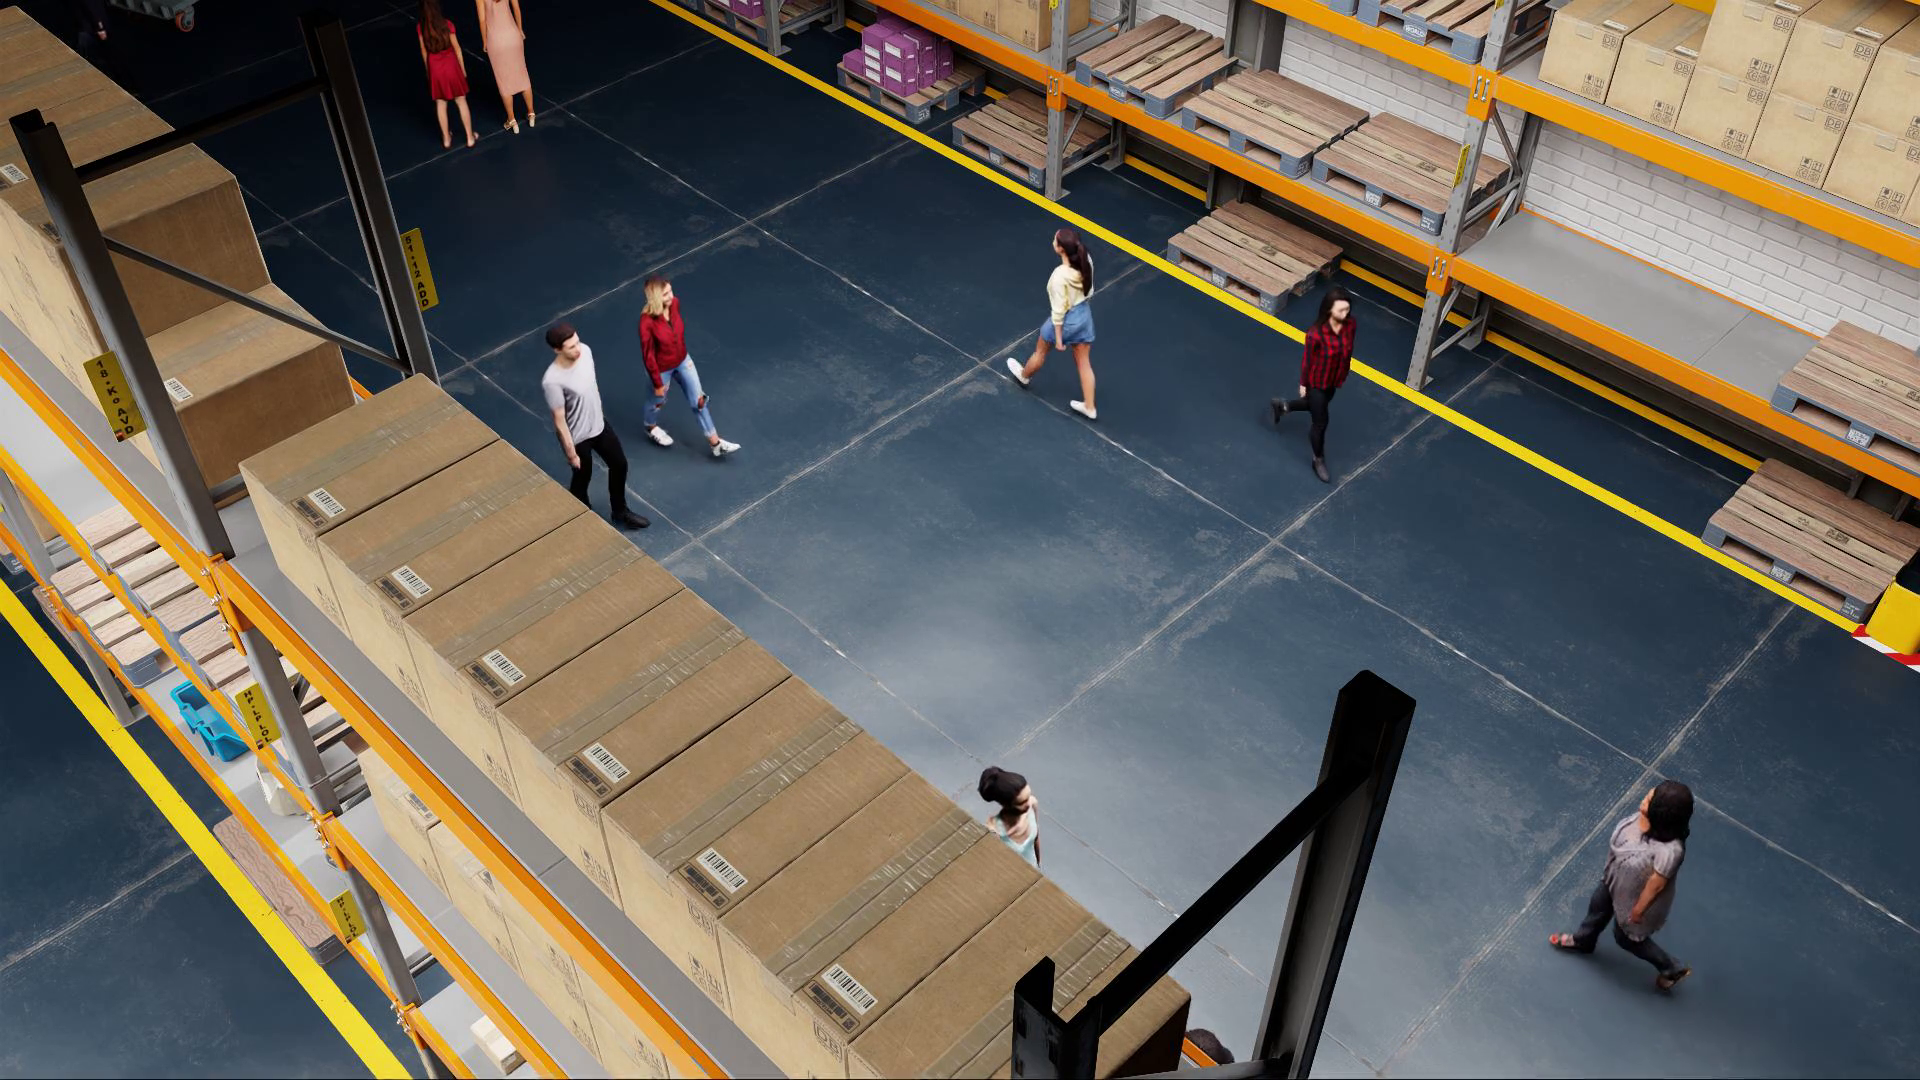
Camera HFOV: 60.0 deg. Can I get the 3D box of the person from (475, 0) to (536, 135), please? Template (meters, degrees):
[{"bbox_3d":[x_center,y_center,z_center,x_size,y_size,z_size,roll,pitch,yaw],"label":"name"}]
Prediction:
[{"bbox_3d":[-4.354,-4.771,15.884,0.612,1.832,0.546,-27,50,-26],"label":"person"}]

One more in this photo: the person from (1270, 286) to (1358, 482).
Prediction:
[{"bbox_3d":[2.618,-1.231,12.314,0.765,1.631,1.046,-22,48,-21],"label":"person"}]

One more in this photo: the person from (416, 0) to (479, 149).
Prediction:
[{"bbox_3d":[-4.891,-4.468,15.771,0.686,1.549,0.744,-5,44,-6],"label":"person"}]

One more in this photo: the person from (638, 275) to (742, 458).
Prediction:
[{"bbox_3d":[-2.237,-1.297,12.418,1.125,1.582,0.776,24,49,23],"label":"person"}]

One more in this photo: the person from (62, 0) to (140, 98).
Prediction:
[{"bbox_3d":[-8.455,-5.148,16.301,0.863,1.801,0.760,-14,45,-14],"label":"person"}]

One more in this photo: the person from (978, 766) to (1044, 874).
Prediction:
[{"bbox_3d":[0.236,1.824,9.023,1.026,1.747,0.664,30,51,27],"label":"person"}]

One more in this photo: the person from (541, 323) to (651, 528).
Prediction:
[{"bbox_3d":[-2.725,-0.797,11.698,0.876,1.852,0.837,20,47,19],"label":"person"}]

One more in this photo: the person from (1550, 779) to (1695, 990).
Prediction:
[{"bbox_3d":[3.786,1.888,9.073,1.052,1.584,0.902,10,45,11],"label":"person"}]

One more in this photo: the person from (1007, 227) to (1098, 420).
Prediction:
[{"bbox_3d":[0.914,-1.618,12.756,1.079,1.581,0.618,34,53,31],"label":"person"}]
